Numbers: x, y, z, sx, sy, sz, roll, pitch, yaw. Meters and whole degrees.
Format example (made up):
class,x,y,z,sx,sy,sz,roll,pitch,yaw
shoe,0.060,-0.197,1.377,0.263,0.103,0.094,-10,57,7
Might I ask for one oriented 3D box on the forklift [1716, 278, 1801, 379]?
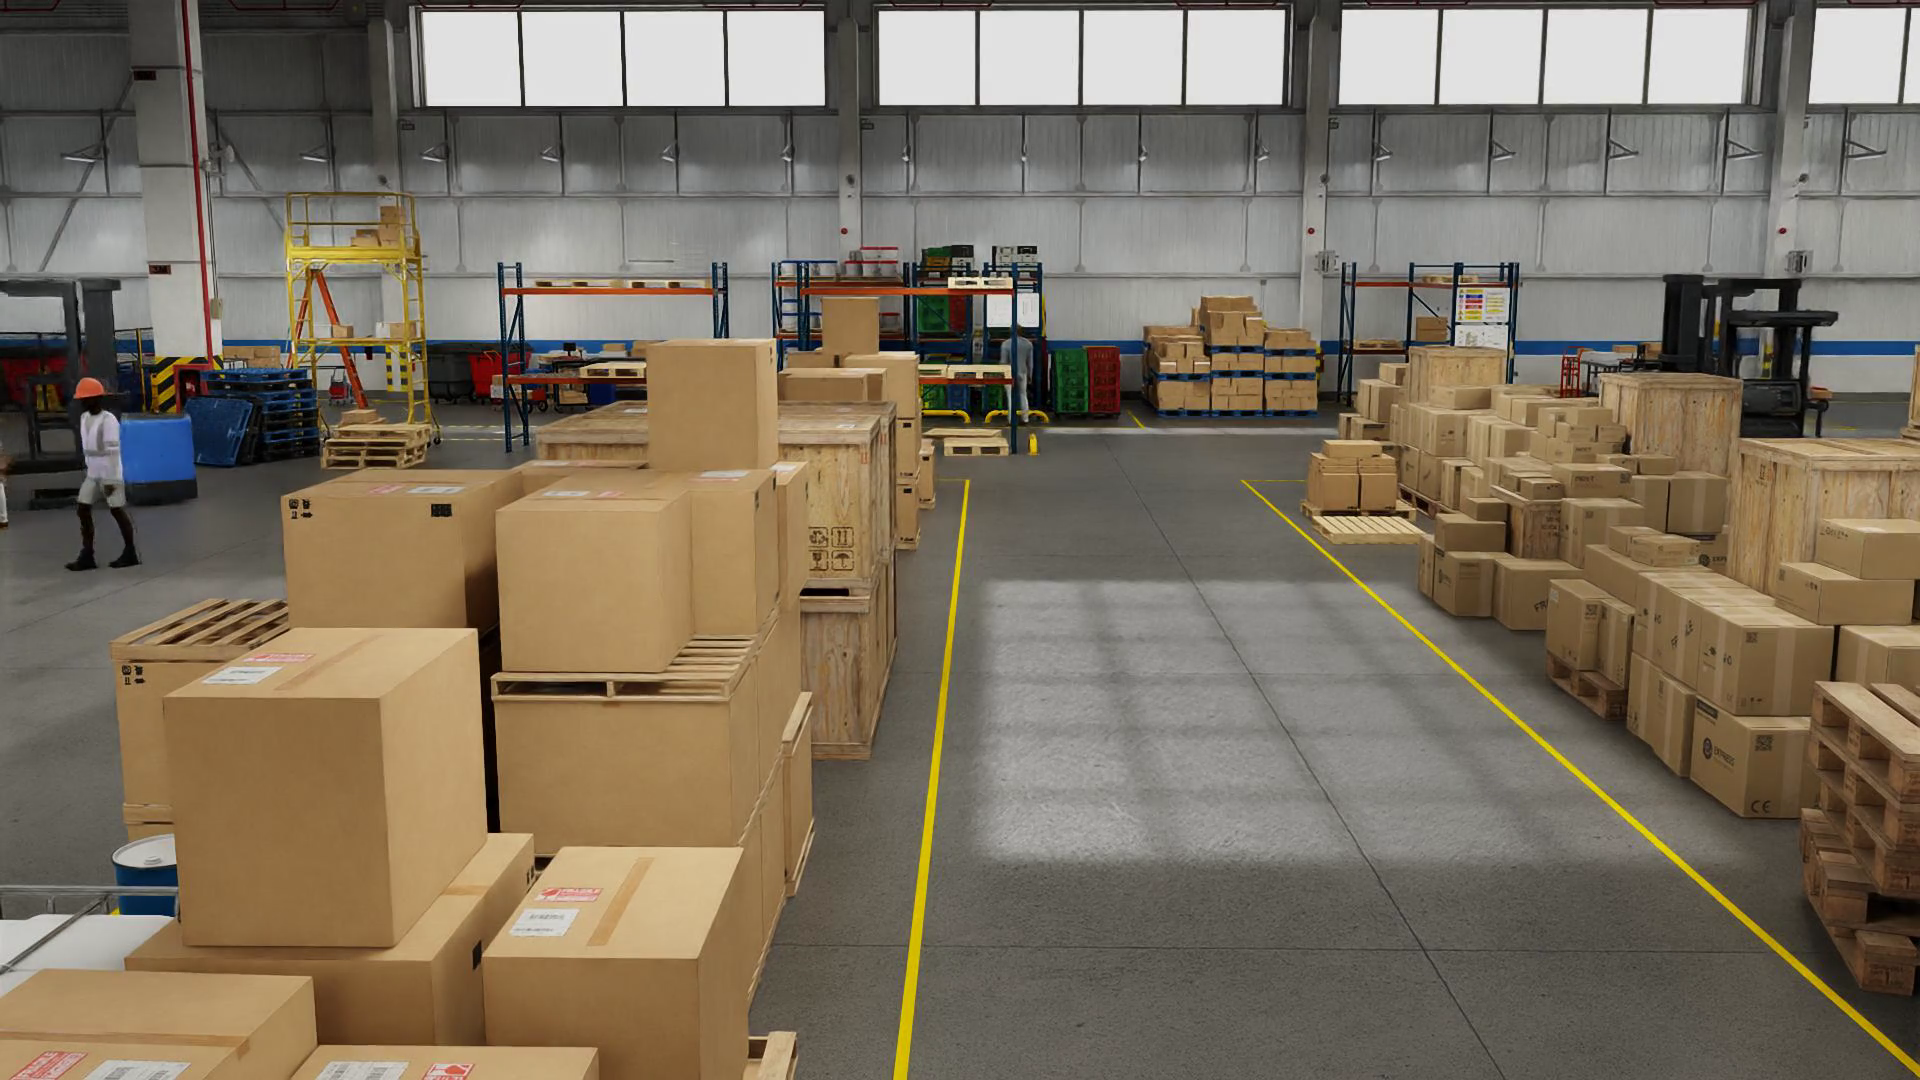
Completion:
class,x,y,z,sx,sy,sz,roll,pitch,yaw
forklift,10.339,-2.019,21.732,1.129,2.768,1.873,0,9,0

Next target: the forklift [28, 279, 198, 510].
class,x,y,z,sx,sy,sz,roll,pitch,yaw
forklift,-10.660,-1.862,20.791,1.873,2.768,1.129,-4,10,-25

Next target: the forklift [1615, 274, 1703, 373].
class,x,y,z,sx,sy,sz,roll,pitch,yaw
forklift,12.619,-3.276,29.256,1.873,2.768,1.129,0,9,1

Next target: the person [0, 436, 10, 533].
class,x,y,z,sx,sy,sz,roll,pitch,yaw
person,-10.957,-1.007,18.664,0.338,1.879,0.577,-2,10,-13

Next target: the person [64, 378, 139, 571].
class,x,y,z,sx,sy,sz,roll,pitch,yaw
person,-8.504,-0.632,16.326,0.570,1.902,0.822,5,11,30

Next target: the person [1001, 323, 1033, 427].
class,x,y,z,sx,sy,sz,roll,pitch,yaw
person,1.046,-3.039,30.687,0.636,1.932,0.381,-4,10,-23
